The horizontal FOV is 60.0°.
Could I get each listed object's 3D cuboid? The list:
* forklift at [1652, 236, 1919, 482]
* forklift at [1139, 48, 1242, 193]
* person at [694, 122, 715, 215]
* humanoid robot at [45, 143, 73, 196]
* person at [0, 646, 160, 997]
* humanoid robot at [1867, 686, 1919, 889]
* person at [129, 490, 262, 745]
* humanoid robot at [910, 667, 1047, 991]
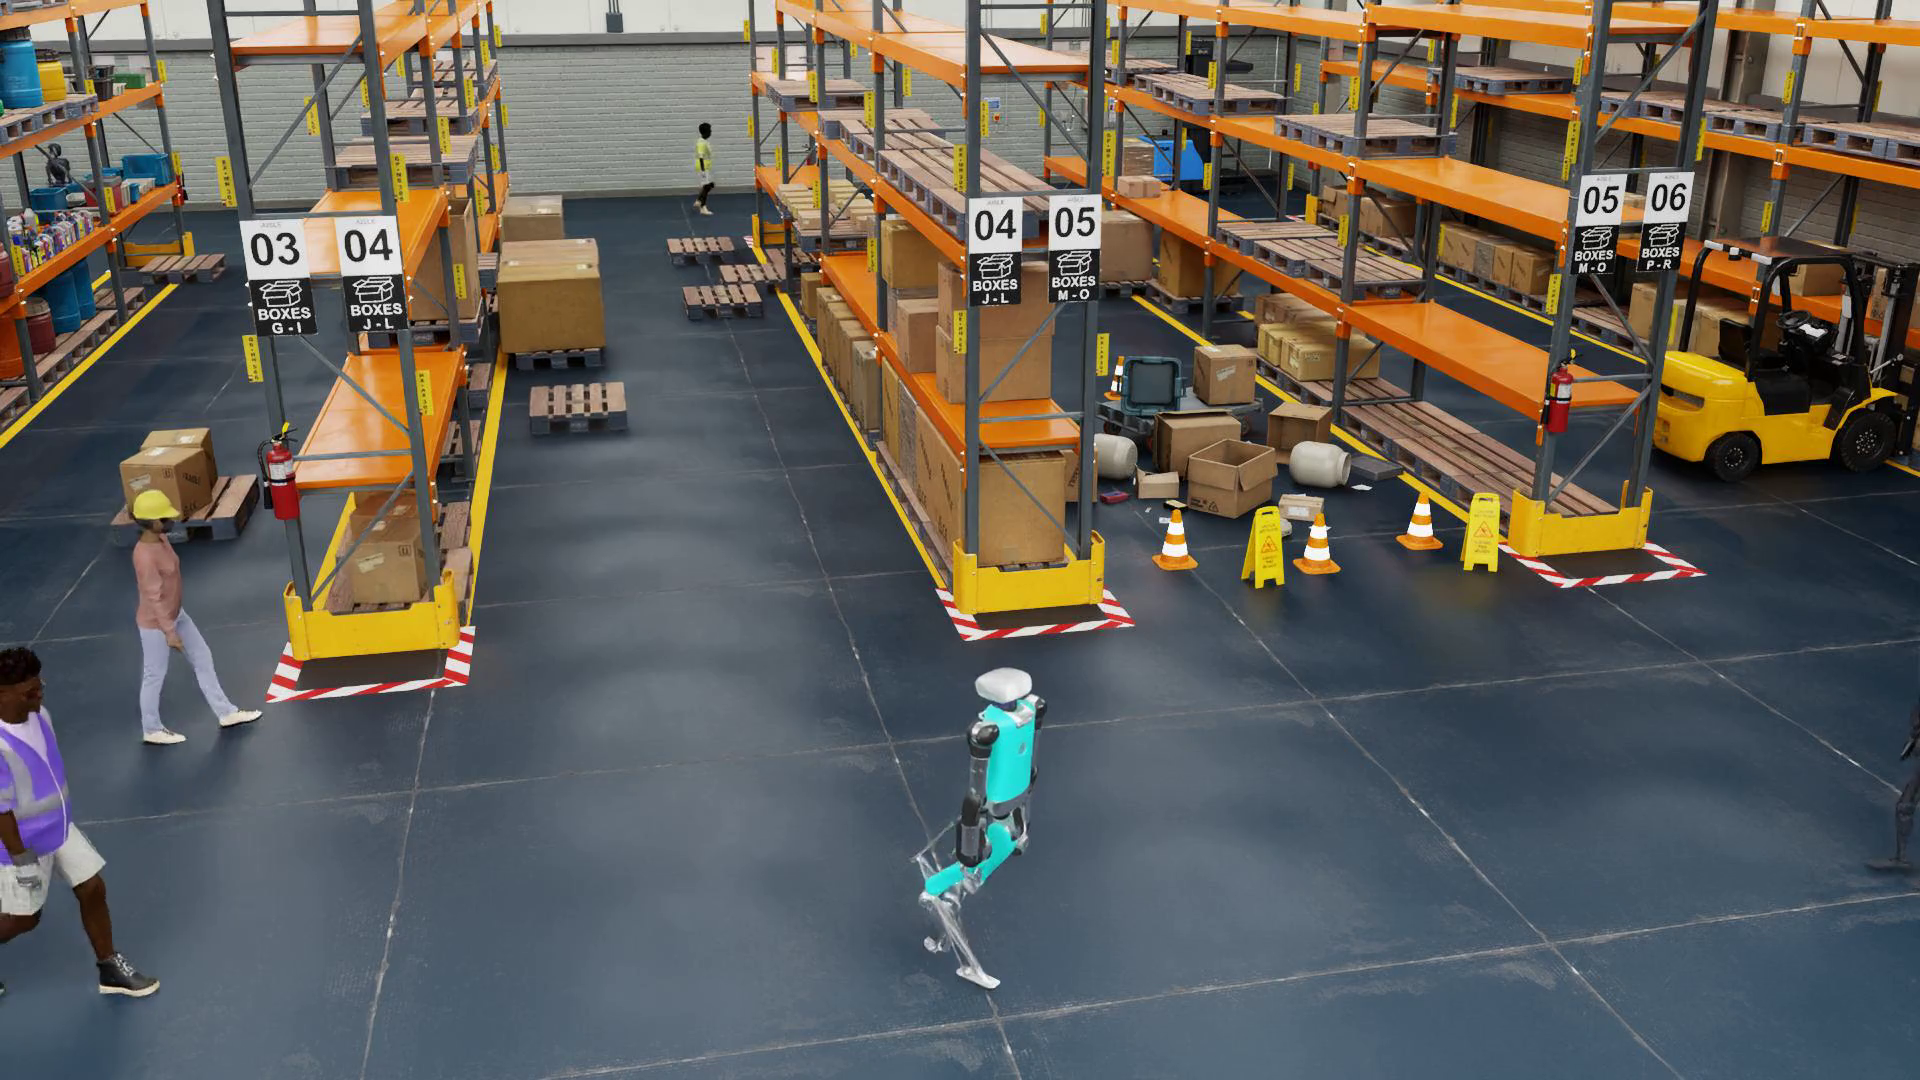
[{"bbox_3d":[8.013,-1.814,16.330,2.313,2.155,1.214,-4,21,-12],"label":"forklift"},{"bbox_3d":[4.566,-8.313,32.860,1.873,2.768,1.129,-4,21,-12],"label":"forklift"},{"bbox_3d":[-4.714,-6.820,30.545,0.400,1.676,0.554,1,20,4],"label":"person"},{"bbox_3d":[-15.172,-5.852,27.985,0.697,1.636,0.589,4,21,10],"label":"humanoid robot"},{"bbox_3d":[-4.538,1.403,8.043,0.900,1.928,0.584,2,20,5],"label":"person"},{"bbox_3d":[5.384,1.156,9.083,0.353,1.662,0.608,-2,20,-6],"label":"humanoid robot"},{"bbox_3d":[-5.006,0.506,10.720,0.812,1.731,0.554,-3,21,-9],"label":"person"},{"bbox_3d":[-0.005,1.457,8.316,0.796,1.877,0.555,15,25,35],"label":"humanoid robot"}]
